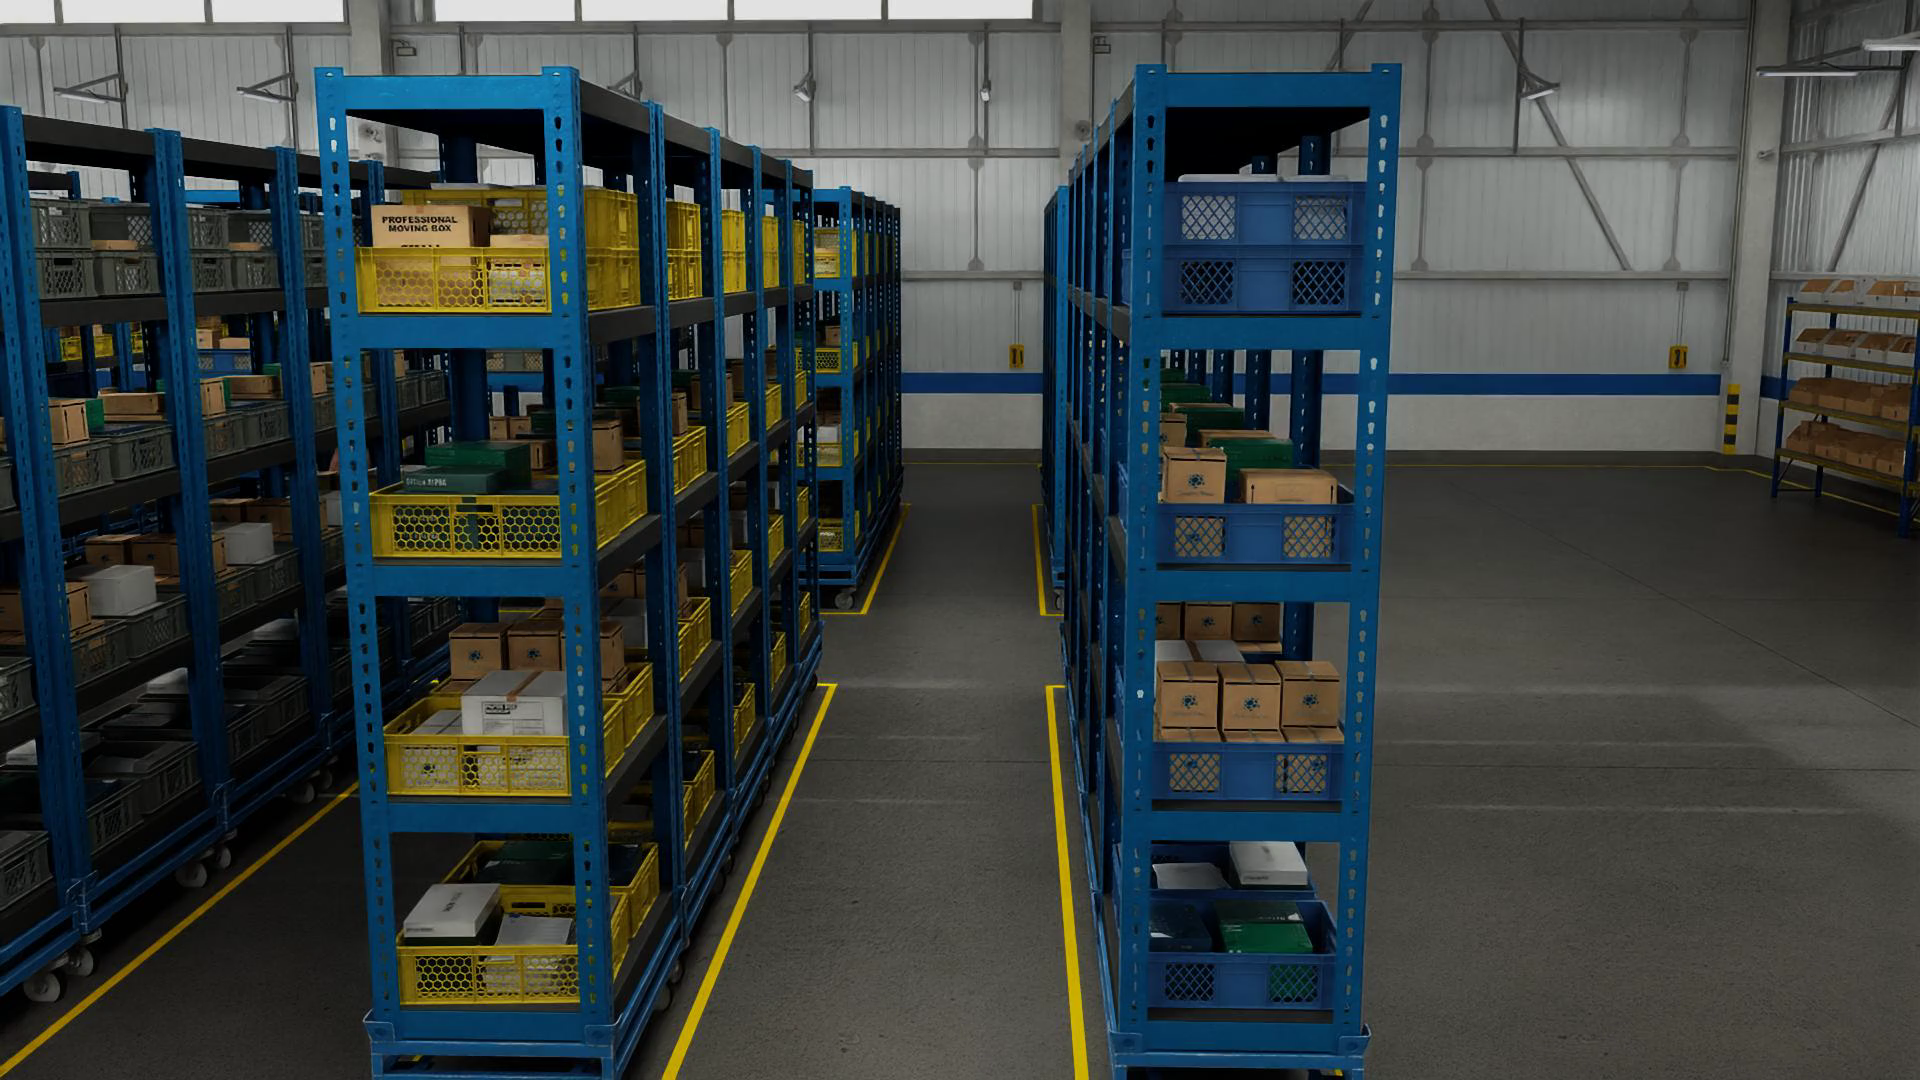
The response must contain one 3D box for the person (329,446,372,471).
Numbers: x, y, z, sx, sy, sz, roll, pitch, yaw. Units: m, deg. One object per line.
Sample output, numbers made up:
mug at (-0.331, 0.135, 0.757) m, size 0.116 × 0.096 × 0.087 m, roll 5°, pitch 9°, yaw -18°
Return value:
person at (-4.700, -0.129, 12.800) m, size 0.393 × 1.985 × 0.611 m, roll -4°, pitch 11°, yaw -24°
